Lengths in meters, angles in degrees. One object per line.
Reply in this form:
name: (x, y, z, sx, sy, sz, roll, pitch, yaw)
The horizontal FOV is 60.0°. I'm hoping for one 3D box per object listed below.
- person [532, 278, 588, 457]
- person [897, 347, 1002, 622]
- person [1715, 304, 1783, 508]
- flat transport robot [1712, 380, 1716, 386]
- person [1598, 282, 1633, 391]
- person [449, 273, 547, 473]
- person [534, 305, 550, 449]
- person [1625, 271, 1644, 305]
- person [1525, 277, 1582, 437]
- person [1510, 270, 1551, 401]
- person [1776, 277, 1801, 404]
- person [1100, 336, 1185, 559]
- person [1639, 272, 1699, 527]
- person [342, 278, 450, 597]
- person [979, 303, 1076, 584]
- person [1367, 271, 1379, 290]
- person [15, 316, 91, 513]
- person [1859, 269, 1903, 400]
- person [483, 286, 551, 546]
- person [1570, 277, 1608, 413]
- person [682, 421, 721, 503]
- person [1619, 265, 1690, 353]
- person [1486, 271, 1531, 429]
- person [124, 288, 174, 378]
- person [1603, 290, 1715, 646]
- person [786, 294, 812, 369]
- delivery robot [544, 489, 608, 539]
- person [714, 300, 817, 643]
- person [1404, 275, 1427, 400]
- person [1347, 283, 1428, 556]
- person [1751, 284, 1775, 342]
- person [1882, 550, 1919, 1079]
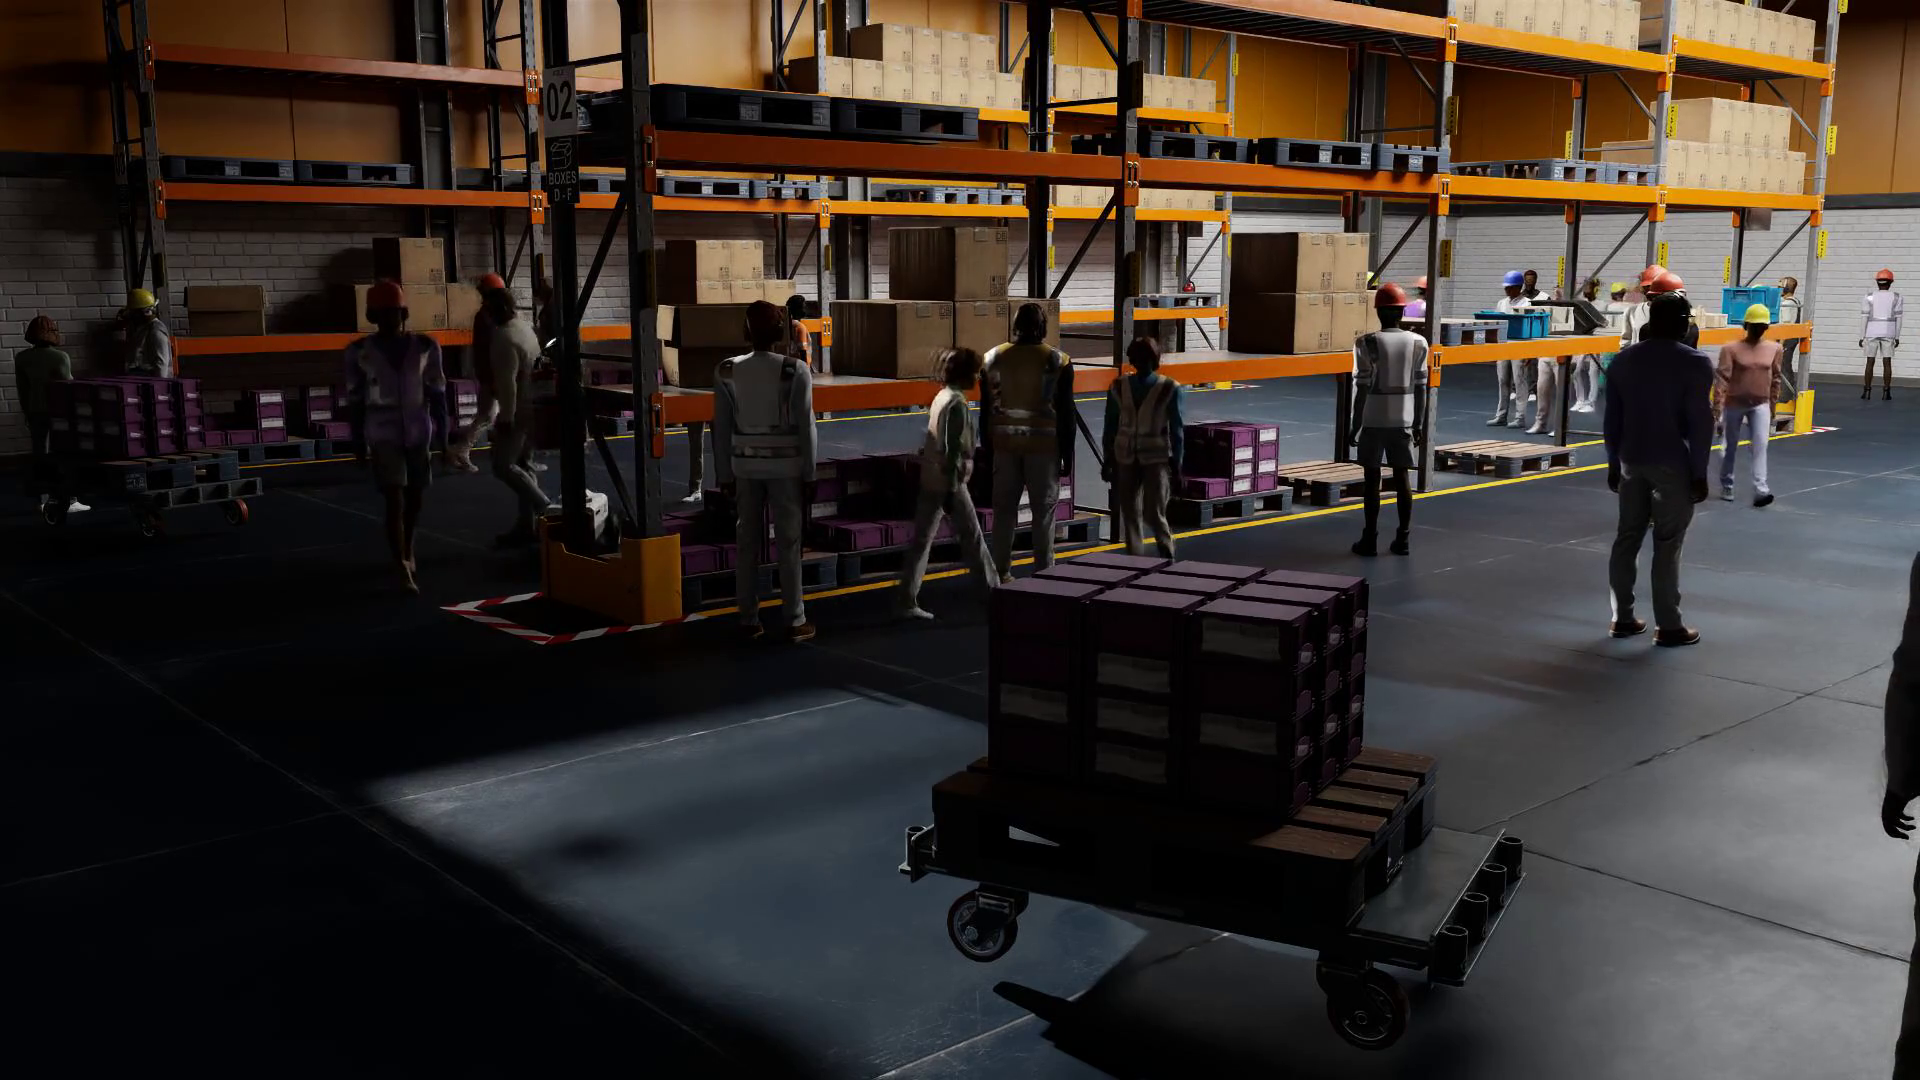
person: (-4.318, -1.817, 17.604, 0.760, 1.891, 0.651, -5, 11, -26)
person: (0.007, -0.310, 9.607, 0.837, 1.590, 0.537, -3, 10, -16)
person: (6.700, -1.140, 14.141, 0.553, 1.711, 0.922, 2, 10, 11)
flat transport robot: (11.675, -2.333, 25.375, 1.431, 0.197, 0.652, -4, 10, -21)
person: (10.276, -3.147, 25.912, 0.535, 1.722, 0.915, -2, 10, -13)
person: (-4.571, -1.615, 16.234, 0.903, 1.964, 0.632, -5, 11, -28)
person: (-4.485, -1.786, 18.222, 0.496, 1.626, 0.284, 8, 13, 39)
person: (11.516, -3.612, 28.161, 0.640, 1.878, 0.739, -4, 10, -22)
person: (7.058, -2.164, 19.635, 0.422, 1.898, 0.669, -5, 11, -27)
person: (8.345, -2.999, 24.453, 0.597, 1.918, 0.383, 7, 12, 35)
person: (11.260, -2.664, 22.707, 0.330, 1.844, 0.519, 8, 13, 40)
person: (1.157, -0.483, 10.597, 0.523, 1.628, 0.359, 5, 11, 27)
person: (5.512, -1.096, 13.088, 0.613, 1.994, 0.381, -6, 11, -30)
person: (-3.636, -0.687, 10.709, 0.605, 2.005, 1.014, -5, 11, -28)
person: (0.426, -0.567, 10.474, 0.629, 1.836, 0.429, 3, 10, 16)
person: (5.276, -2.508, 21.558, 0.370, 1.928, 0.589, -9, 13, -43)
person: (-7.536, -1.033, 13.778, 0.497, 1.633, 0.284, 1, 10, 7)
person: (13.635, -3.036, 24.650, 0.543, 1.927, 0.383, 5, 11, 27)
person: (-3.218, -0.897, 12.183, 0.508, 1.905, 0.676, 1, 10, 5)
person: (8.500, -2.629, 22.496, 0.489, 1.849, 0.505, -6, 11, -30)
person: (-2.186, -1.122, 14.301, 0.507, 1.632, 0.268, 2, 10, 10)
person: (6.432, -1.531, 15.494, 0.613, 2.041, 0.393, 7, 12, 37)
person: (6.837, -2.352, 20.589, 0.404, 1.943, 0.612, -5, 11, -29)
person: (-7.575, -1.432, 15.558, 0.403, 1.825, 0.586, -7, 12, -37)
person: (3.826, -0.392, 9.133, 0.378, 1.940, 0.628, -6, 11, -32)
person: (-1.812, -1.886, 18.581, 0.318, 1.700, 0.536, -5, 11, -26)
delivery robot: (-2.689, -0.183, 11.682, 0.477, 0.478, 0.707, -1, 10, -3)
person: (-1.057, -0.362, 9.141, 0.573, 1.877, 0.355, 2, 10, 10)
person: (5.691, -2.358, 20.801, 0.762, 1.907, 0.567, -3, 10, -19)
person: (3.021, -0.848, 11.811, 0.553, 1.933, 0.358, -1, 10, -7)
person: (10.324, -2.447, 21.669, 0.522, 1.768, 0.313, 4, 11, 23)
person: (2.444, 0.571, 3.815, 0.599, 1.827, 0.403, 7, 12, 36)
